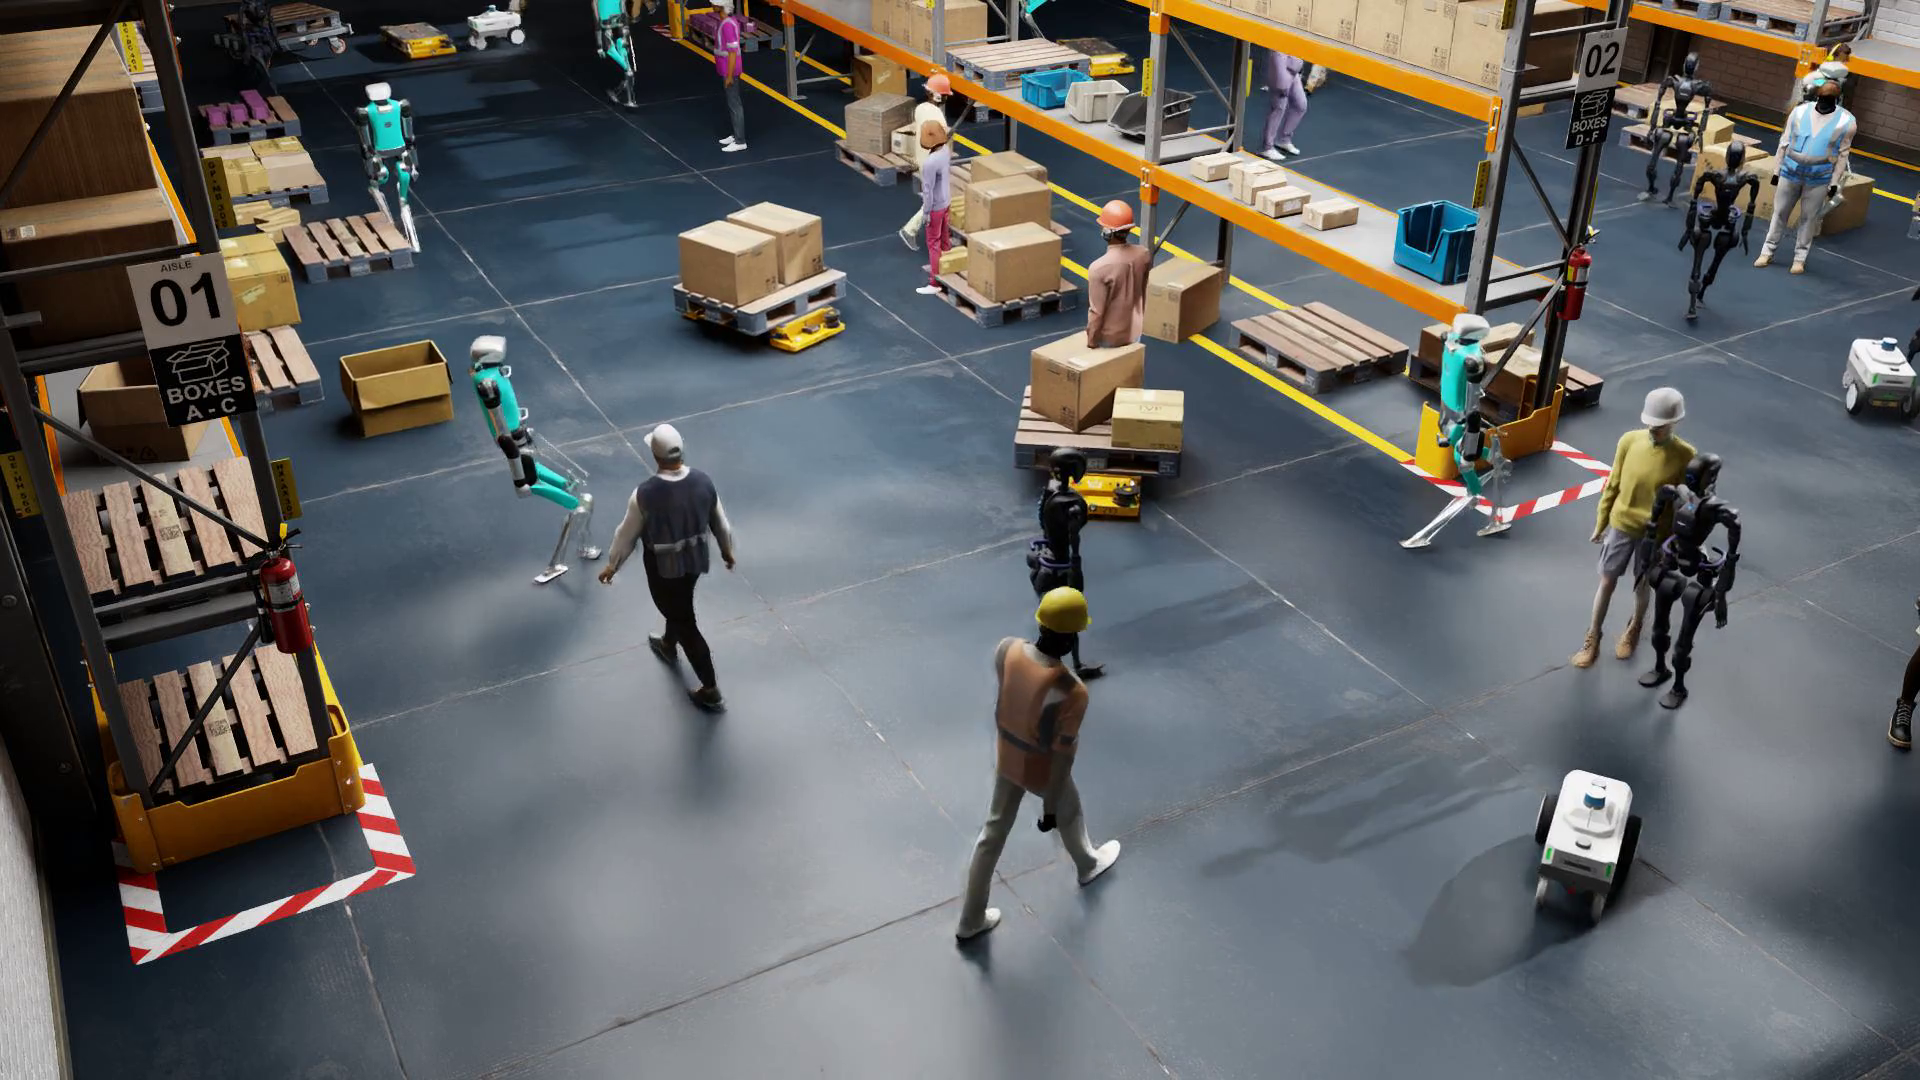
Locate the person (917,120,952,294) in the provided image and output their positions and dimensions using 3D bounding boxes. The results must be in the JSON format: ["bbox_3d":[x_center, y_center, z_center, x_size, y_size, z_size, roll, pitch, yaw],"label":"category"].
[{"bbox_3d":[-0.229,-3.080,15.408,0.283,1.628,0.501,11,32,18],"label":"person"}]

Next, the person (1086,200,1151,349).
[{"bbox_3d":[1.142,-1.552,12.380,0.611,1.995,0.387,-24,38,-35],"label":"person"}]

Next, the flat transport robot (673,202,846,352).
[{"bbox_3d":[-1.780,-2.032,14.947,1.431,0.231,0.659,22,36,33],"label":"flat transport robot"}]

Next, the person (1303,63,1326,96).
[{"bbox_3d":[4.646,-6.728,21.530,0.604,1.845,0.971,19,35,30],"label":"person"}]

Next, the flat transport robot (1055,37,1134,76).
[{"bbox_3d":[1.842,-6.731,23.128,0.659,0.231,1.431,-9,31,-16],"label":"flat transport robot"}]

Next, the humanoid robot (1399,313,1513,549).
[{"bbox_3d":[3.537,-0.705,11.213,1.060,1.747,0.549,-4,30,-7],"label":"humanoid robot"}]

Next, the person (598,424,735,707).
[{"bbox_3d":[-1.694,0.124,9.744,0.754,1.712,0.910,-26,39,-37],"label":"person"}]

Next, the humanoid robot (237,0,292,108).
[{"bbox_3d":[-8.890,-6.287,21.022,0.821,1.638,0.610,13,32,21],"label":"humanoid robot"}]

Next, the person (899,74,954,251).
[{"bbox_3d":[-0.267,-3.744,16.463,0.716,1.723,0.595,-11,32,-18],"label":"person"}]

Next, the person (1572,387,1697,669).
[{"bbox_3d":[4.066,-0.074,9.955,0.503,1.897,0.533,19,35,29],"label":"person"}]

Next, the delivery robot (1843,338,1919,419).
[{"bbox_3d":[7.442,-1.328,13.437,0.499,0.598,0.779,6,30,10],"label":"delivery robot"}]

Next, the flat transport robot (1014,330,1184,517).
[{"bbox_3d":[1.042,-0.604,12.460,0.659,0.231,1.431,4,30,7],"label":"flat transport robot"}]

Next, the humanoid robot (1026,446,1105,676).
[{"bbox_3d":[0.612,0.204,9.657,0.652,1.632,0.589,-8,31,-14],"label":"humanoid robot"}]

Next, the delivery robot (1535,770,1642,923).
[{"bbox_3d":[3.199,1.517,8.500,0.499,0.614,0.811,14,33,23],"label":"delivery robot"}]

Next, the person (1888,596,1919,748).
[{"bbox_3d":[5.632,0.295,9.194,0.605,1.966,0.368,6,30,10],"label":"person"}]

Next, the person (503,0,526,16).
[{"bbox_3d":[-6.967,-8.959,25.444,0.443,1.820,0.647,2,30,3],"label":"person"}]

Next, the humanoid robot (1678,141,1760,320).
[{"bbox_3d":[6.770,-2.765,14.852,0.585,1.620,0.795,7,31,12],"label":"humanoid robot"}]

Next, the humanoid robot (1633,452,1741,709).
[{"bbox_3d":[4.234,0.206,9.651,0.449,1.633,0.601,-23,37,-34],"label":"humanoid robot"}]

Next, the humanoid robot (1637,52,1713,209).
[{"bbox_3d":[7.584,-4.342,17.564,0.602,1.647,0.438,16,33,25],"label":"humanoid robot"}]

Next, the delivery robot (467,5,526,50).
[{"bbox_3d":[-6.710,-7.416,24.030,0.791,0.592,0.499,-18,35,-29],"label":"delivery robot"}]

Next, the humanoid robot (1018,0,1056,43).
[{"bbox_3d":[1.090,-7.851,23.470,0.735,1.676,0.533,-9,31,-15],"label":"humanoid robot"}]

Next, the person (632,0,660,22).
[{"bbox_3d":[-4.855,-8.804,25.316,0.569,1.682,0.929,11,32,18],"label":"person"}]

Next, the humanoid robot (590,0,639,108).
[{"bbox_3d":[-4.223,-6.192,20.691,0.995,1.738,0.553,24,38,36],"label":"humanoid robot"}]

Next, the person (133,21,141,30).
[{"bbox_3d":[-10.870,-6.767,21.543,0.831,1.918,0.498,11,32,18],"label":"person"}]

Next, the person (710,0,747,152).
[{"bbox_3d":[-2.691,-5.455,19.322,0.323,1.844,0.523,-5,30,-9],"label":"person"}]

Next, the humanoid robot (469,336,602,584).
[{"bbox_3d":[-2.659,-0.528,10.851,0.863,1.770,0.605,-6,30,-11],"label":"humanoid robot"}]

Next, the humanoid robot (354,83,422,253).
[{"bbox_3d":[-5.653,-3.694,16.385,0.555,1.738,0.938,-17,34,-27],"label":"humanoid robot"}]

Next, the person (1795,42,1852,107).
[{"bbox_3d":[8.770,-4.183,17.103,0.534,1.849,0.403,-13,32,-21],"label":"person"}]

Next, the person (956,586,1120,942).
[{"bbox_3d":[0.375,1.054,7.983,0.590,1.857,1.051,24,38,35],"label":"person"}]

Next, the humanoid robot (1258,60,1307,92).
[{"bbox_3d":[4.384,-6.701,21.620,0.943,1.772,0.530,-2,30,-3],"label":"humanoid robot"}]

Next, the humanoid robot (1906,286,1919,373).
[{"bbox_3d":[8.039,-2.005,13.503,0.448,1.631,0.613,-17,34,-27],"label":"humanoid robot"}]

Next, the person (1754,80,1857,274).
[{"bbox_3d":[8.070,-3.463,15.864,0.620,1.841,0.429,20,35,31],"label":"person"}]

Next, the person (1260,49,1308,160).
[{"bbox_3d":[3.763,-5.273,18.966,0.576,1.882,0.695,13,32,21],"label":"person"}]

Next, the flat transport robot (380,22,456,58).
[{"bbox_3d":[-7.821,-7.197,23.938,0.659,0.231,1.431,-19,35,-29],"label":"flat transport robot"}]

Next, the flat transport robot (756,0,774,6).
[{"bbox_3d":[-3.129,-8.856,26.826,0.659,0.231,1.431,-19,35,-29],"label":"flat transport robot"}]

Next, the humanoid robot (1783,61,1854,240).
[{"bbox_3d":[8.648,-3.793,16.574,0.548,1.830,0.697,-14,33,-22],"label":"humanoid robot"}]
